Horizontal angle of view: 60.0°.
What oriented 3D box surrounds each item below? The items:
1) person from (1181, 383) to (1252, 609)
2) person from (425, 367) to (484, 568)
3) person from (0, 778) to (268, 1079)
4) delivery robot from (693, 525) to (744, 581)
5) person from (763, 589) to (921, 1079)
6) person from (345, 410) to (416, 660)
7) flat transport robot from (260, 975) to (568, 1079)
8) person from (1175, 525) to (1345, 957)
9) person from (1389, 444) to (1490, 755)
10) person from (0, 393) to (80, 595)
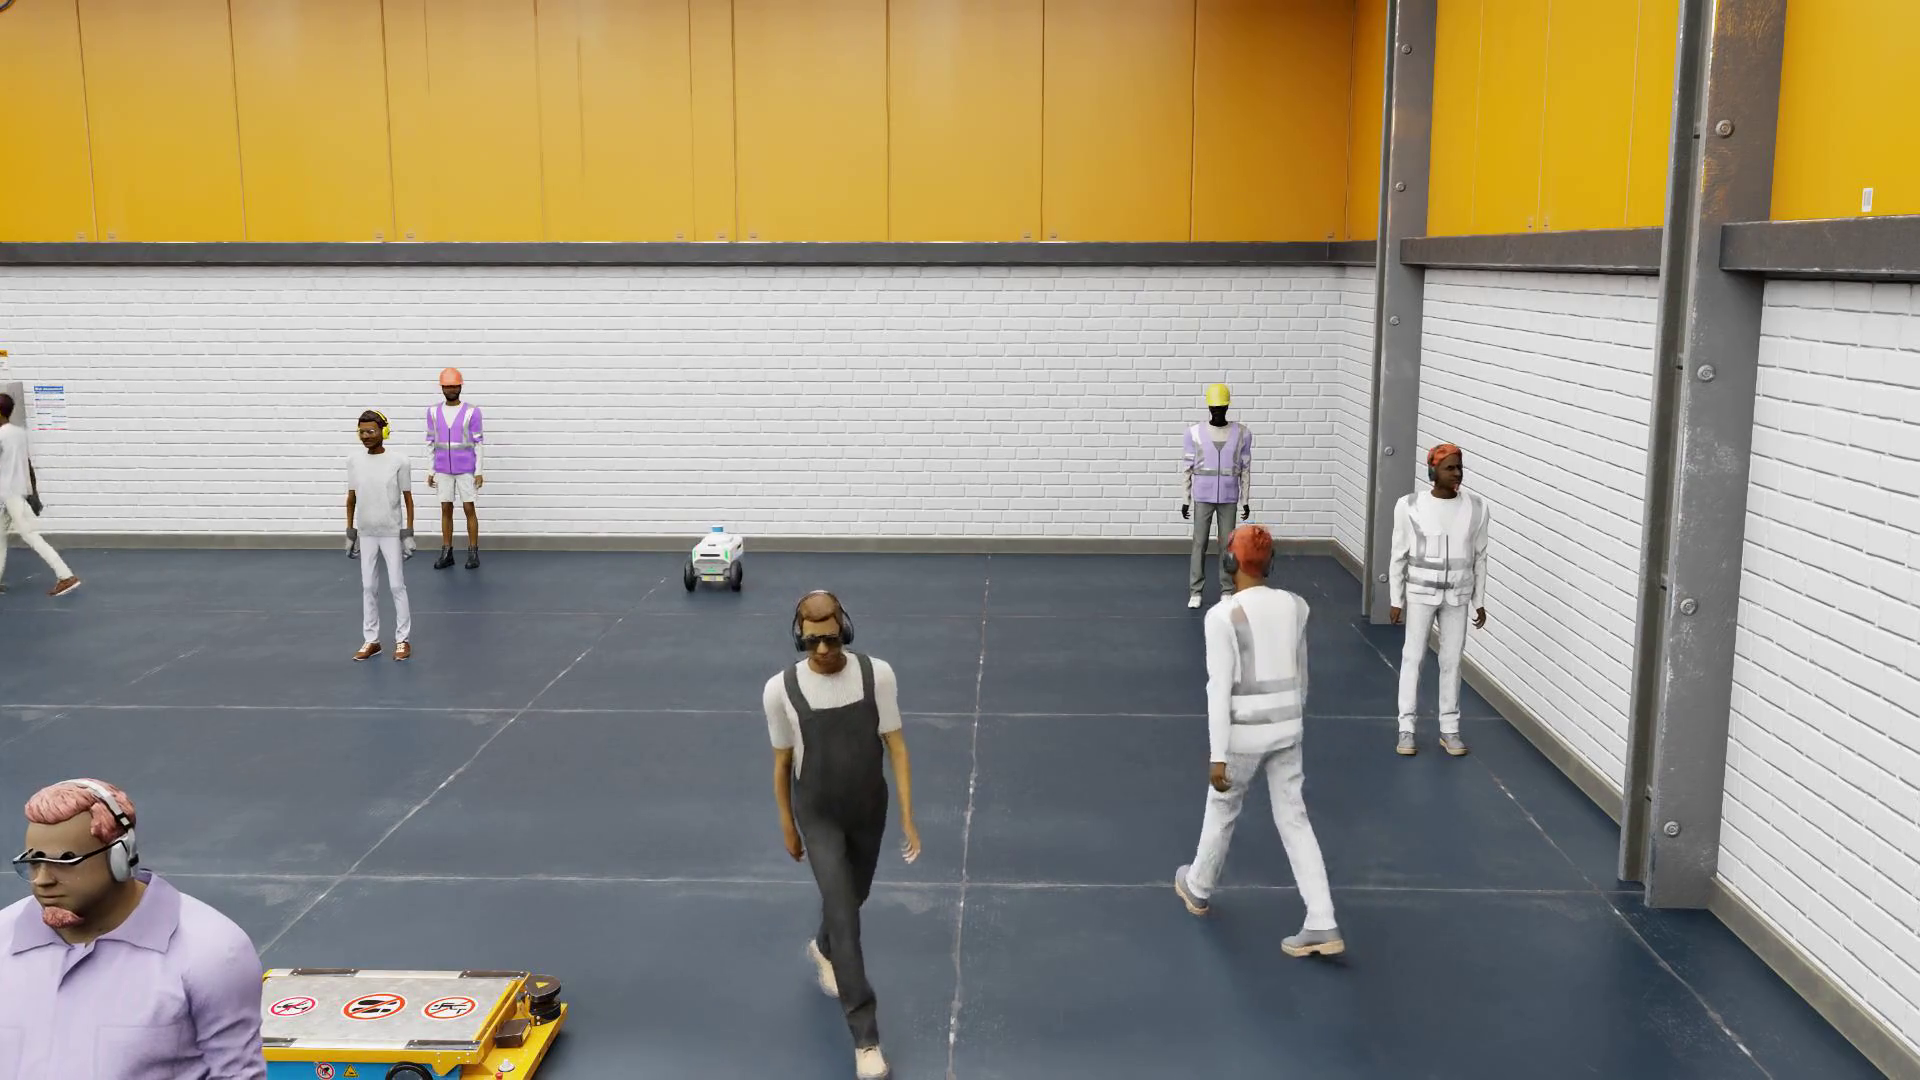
[{"bbox_3d":[2.176,-0.369,14.128,0.594,1.926,0.366,0,10,1],"label":"person"},{"bbox_3d":[-4.844,-0.688,15.953,0.552,1.942,0.340,0,10,1],"label":"person"},{"bbox_3d":[-1.837,1.440,3.602,0.651,1.907,0.409,0,10,1],"label":"person"},{"bbox_3d":[-2.190,0.107,15.083,0.477,0.478,0.707,1,10,4],"label":"delivery robot"},{"bbox_3d":[-0.488,1.032,6.344,0.530,1.794,0.985,-4,10,-22],"label":"person"},{"bbox_3d":[-4.305,-0.033,12.333,0.531,1.870,0.318,0,10,1],"label":"person"},{"bbox_3d":[-2.249,1.820,6.161,1.431,0.197,0.652,0,10,2],"label":"flat transport robot"},{"bbox_3d":[1.302,0.858,7.236,0.625,1.834,1.012,-5,11,-28],"label":"person"},{"bbox_3d":[2.873,0.359,9.994,0.584,1.884,0.347,0,10,1],"label":"person"},{"bbox_3d":[-8.295,-0.396,14.644,0.998,1.822,0.507,-1,10,-6],"label":"person"}]
